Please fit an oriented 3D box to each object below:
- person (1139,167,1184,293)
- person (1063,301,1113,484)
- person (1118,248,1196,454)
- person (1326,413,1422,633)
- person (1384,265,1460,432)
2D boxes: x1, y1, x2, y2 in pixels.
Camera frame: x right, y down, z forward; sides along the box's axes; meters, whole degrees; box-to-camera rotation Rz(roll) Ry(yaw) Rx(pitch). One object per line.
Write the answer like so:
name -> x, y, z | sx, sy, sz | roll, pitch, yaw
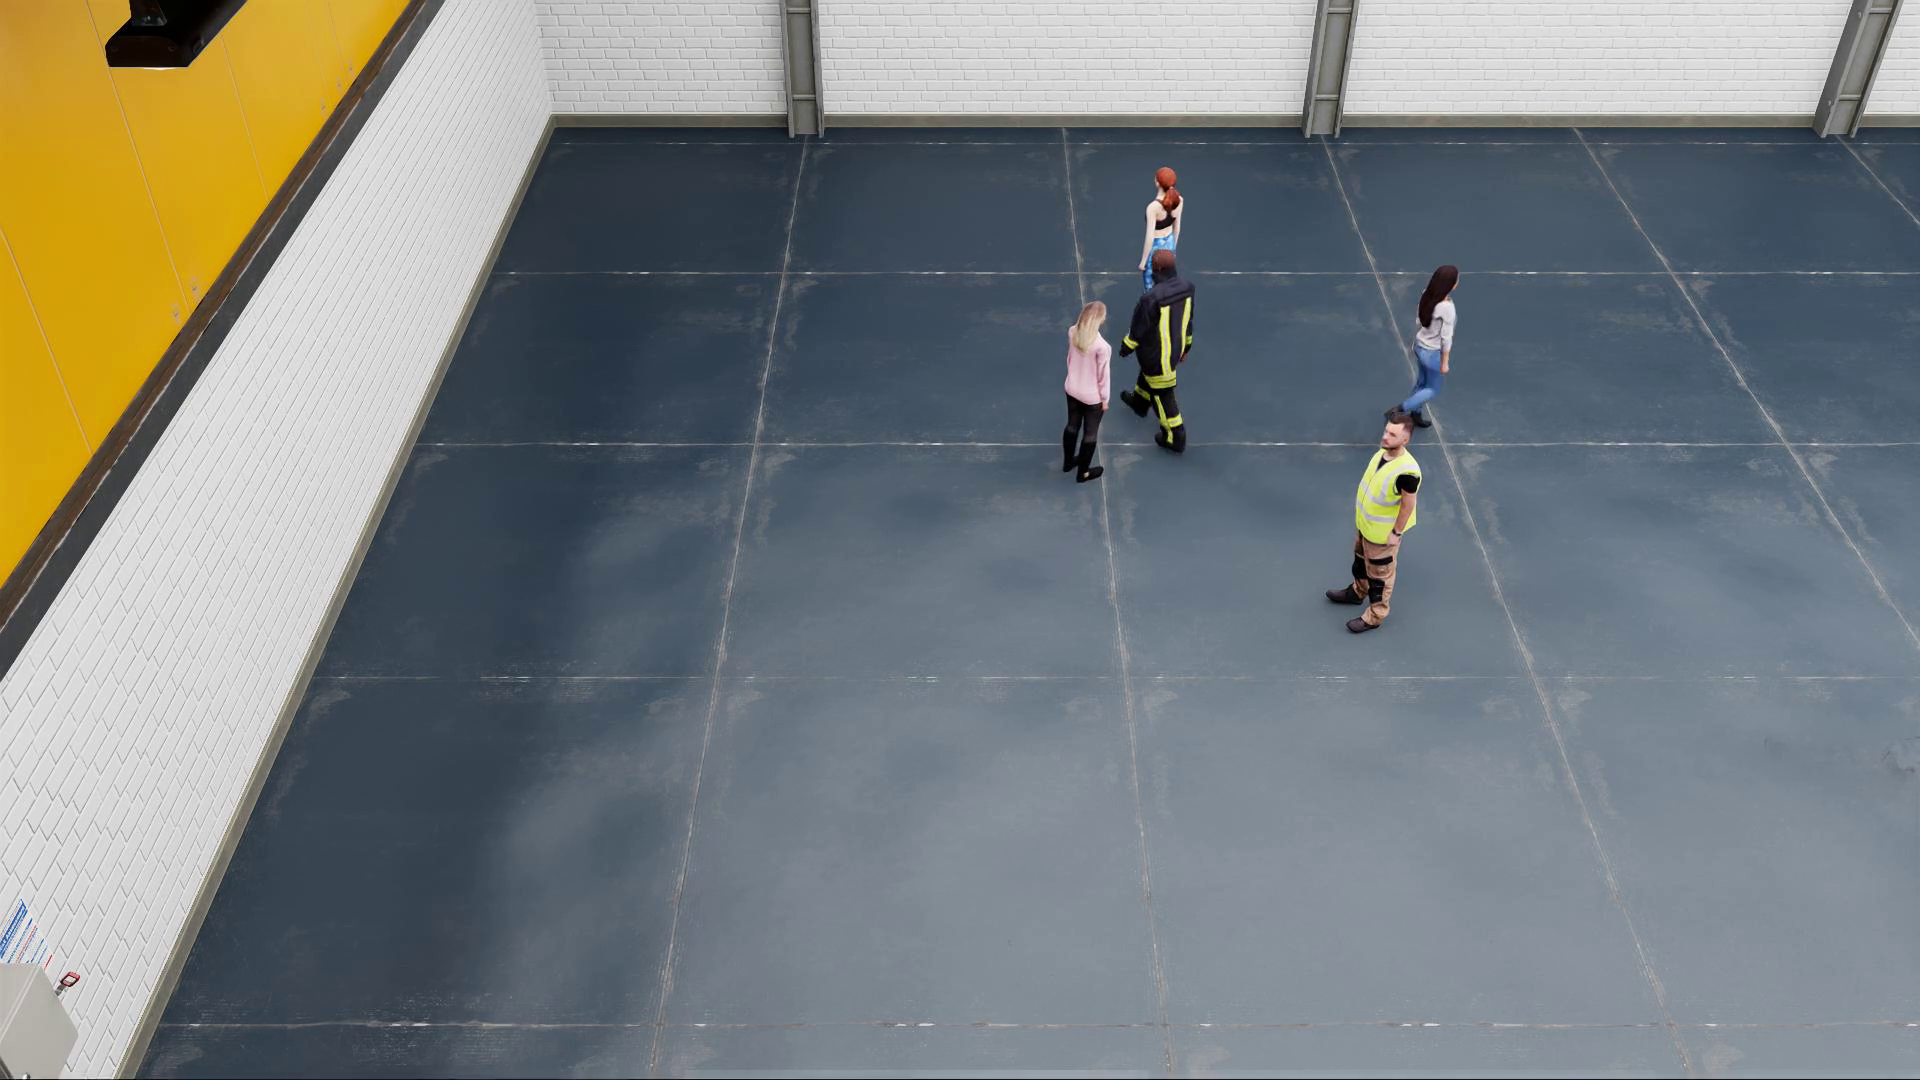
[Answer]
person -> 1.833, -2.608, 15.301 | 0.675, 1.785, 0.746 | -23, 44, -26
person -> 1.020, -1.217, 13.641 | 0.742, 1.684, 0.693 | -28, 47, -31
person -> 1.750, -1.578, 14.017 | 1.202, 1.779, 1.240 | -28, 46, -31
person -> 3.076, -0.152, 12.177 | 0.767, 1.846, 0.758 | -7, 39, -9
person -> 3.931, -1.575, 14.143 | 0.837, 1.617, 0.722 | -10, 40, -12
